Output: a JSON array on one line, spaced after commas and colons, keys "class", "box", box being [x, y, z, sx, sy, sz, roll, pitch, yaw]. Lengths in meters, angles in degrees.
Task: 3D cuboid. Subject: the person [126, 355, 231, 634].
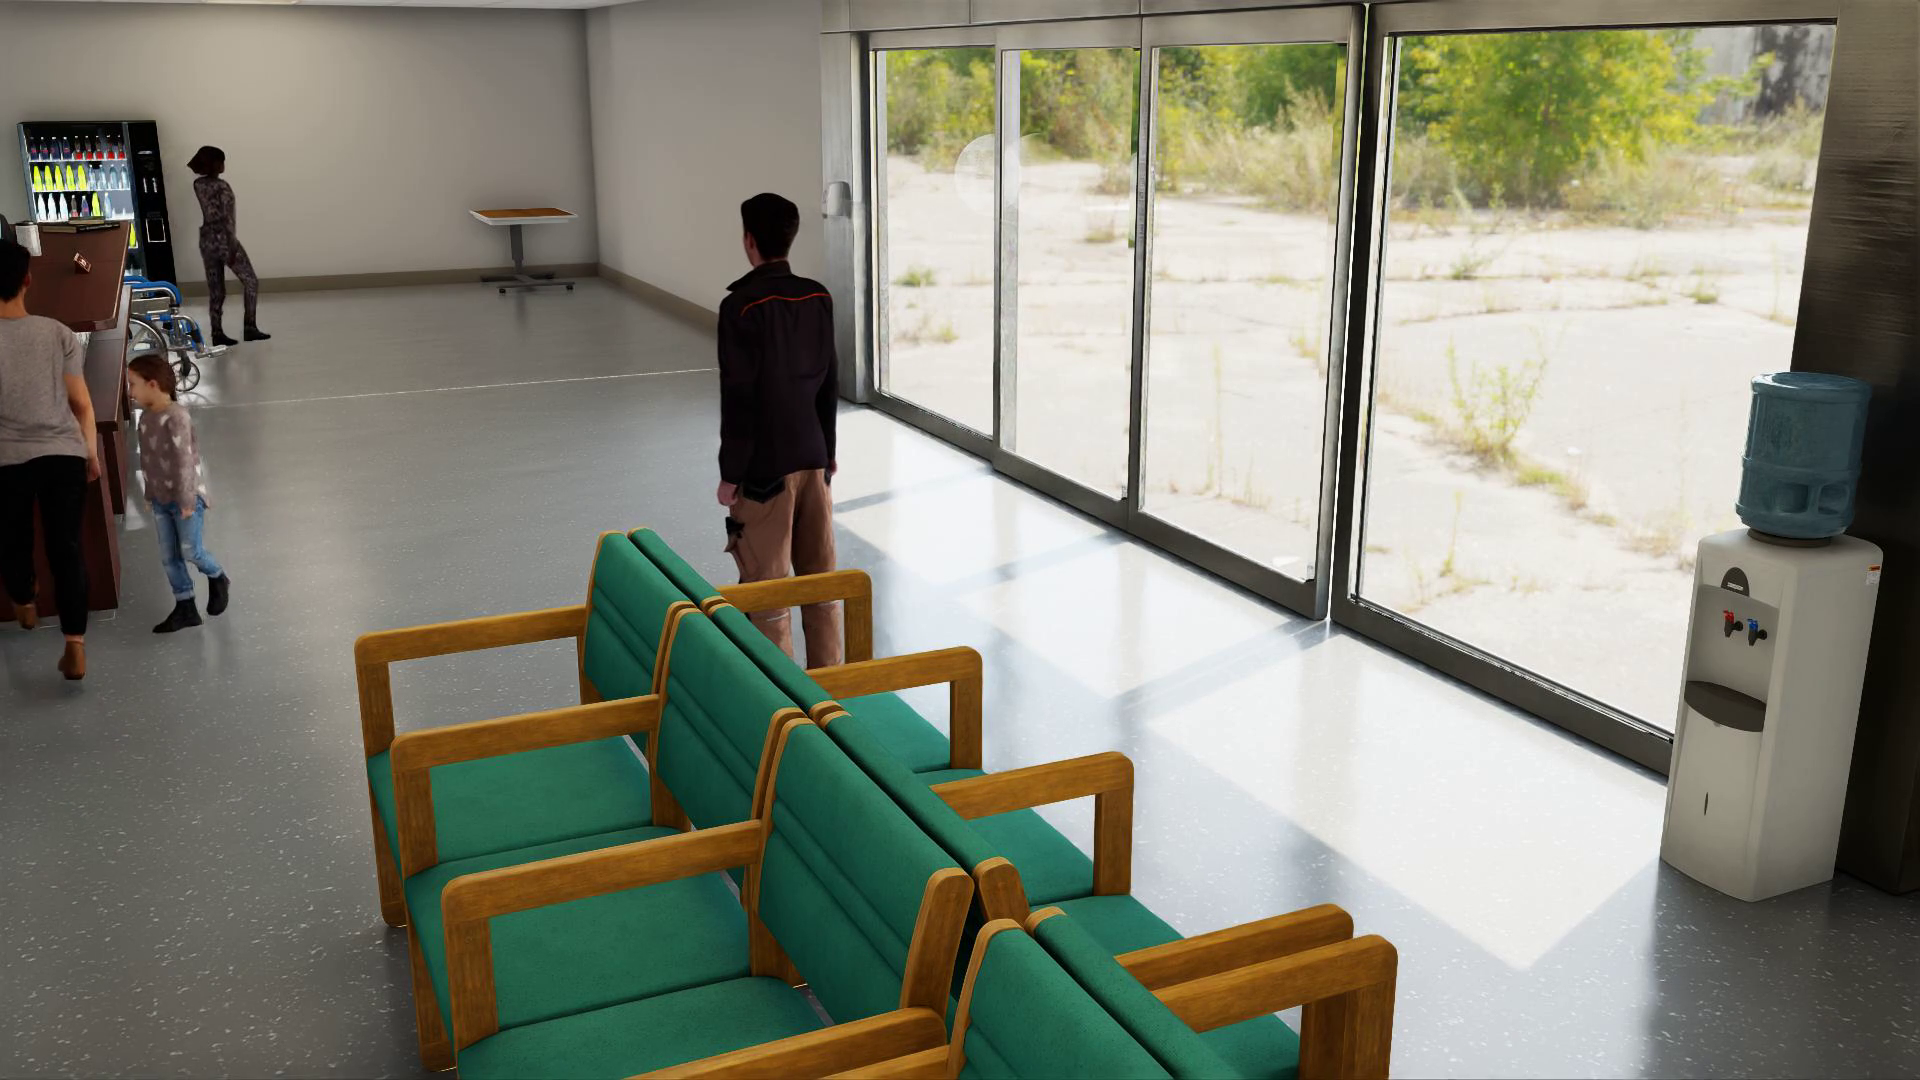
[{"class": "person", "box": [-3.307, -0.194, 7.065, 0.678, 1.168, 0.742, 6, 17, 20]}]

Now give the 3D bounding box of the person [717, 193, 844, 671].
[{"class": "person", "box": [-0.640, -0.245, 5.852, 0.841, 1.924, 0.676, 14, 21, 41]}]

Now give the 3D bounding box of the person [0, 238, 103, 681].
[{"class": "person", "box": [-3.555, -0.265, 6.386, 1.087, 1.672, 0.725, -10, 18, -30]}]

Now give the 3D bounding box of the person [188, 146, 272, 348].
[{"class": "person", "box": [-6.382, -2.476, 14.179, 0.789, 1.700, 0.859, 7, 17, 22]}]
